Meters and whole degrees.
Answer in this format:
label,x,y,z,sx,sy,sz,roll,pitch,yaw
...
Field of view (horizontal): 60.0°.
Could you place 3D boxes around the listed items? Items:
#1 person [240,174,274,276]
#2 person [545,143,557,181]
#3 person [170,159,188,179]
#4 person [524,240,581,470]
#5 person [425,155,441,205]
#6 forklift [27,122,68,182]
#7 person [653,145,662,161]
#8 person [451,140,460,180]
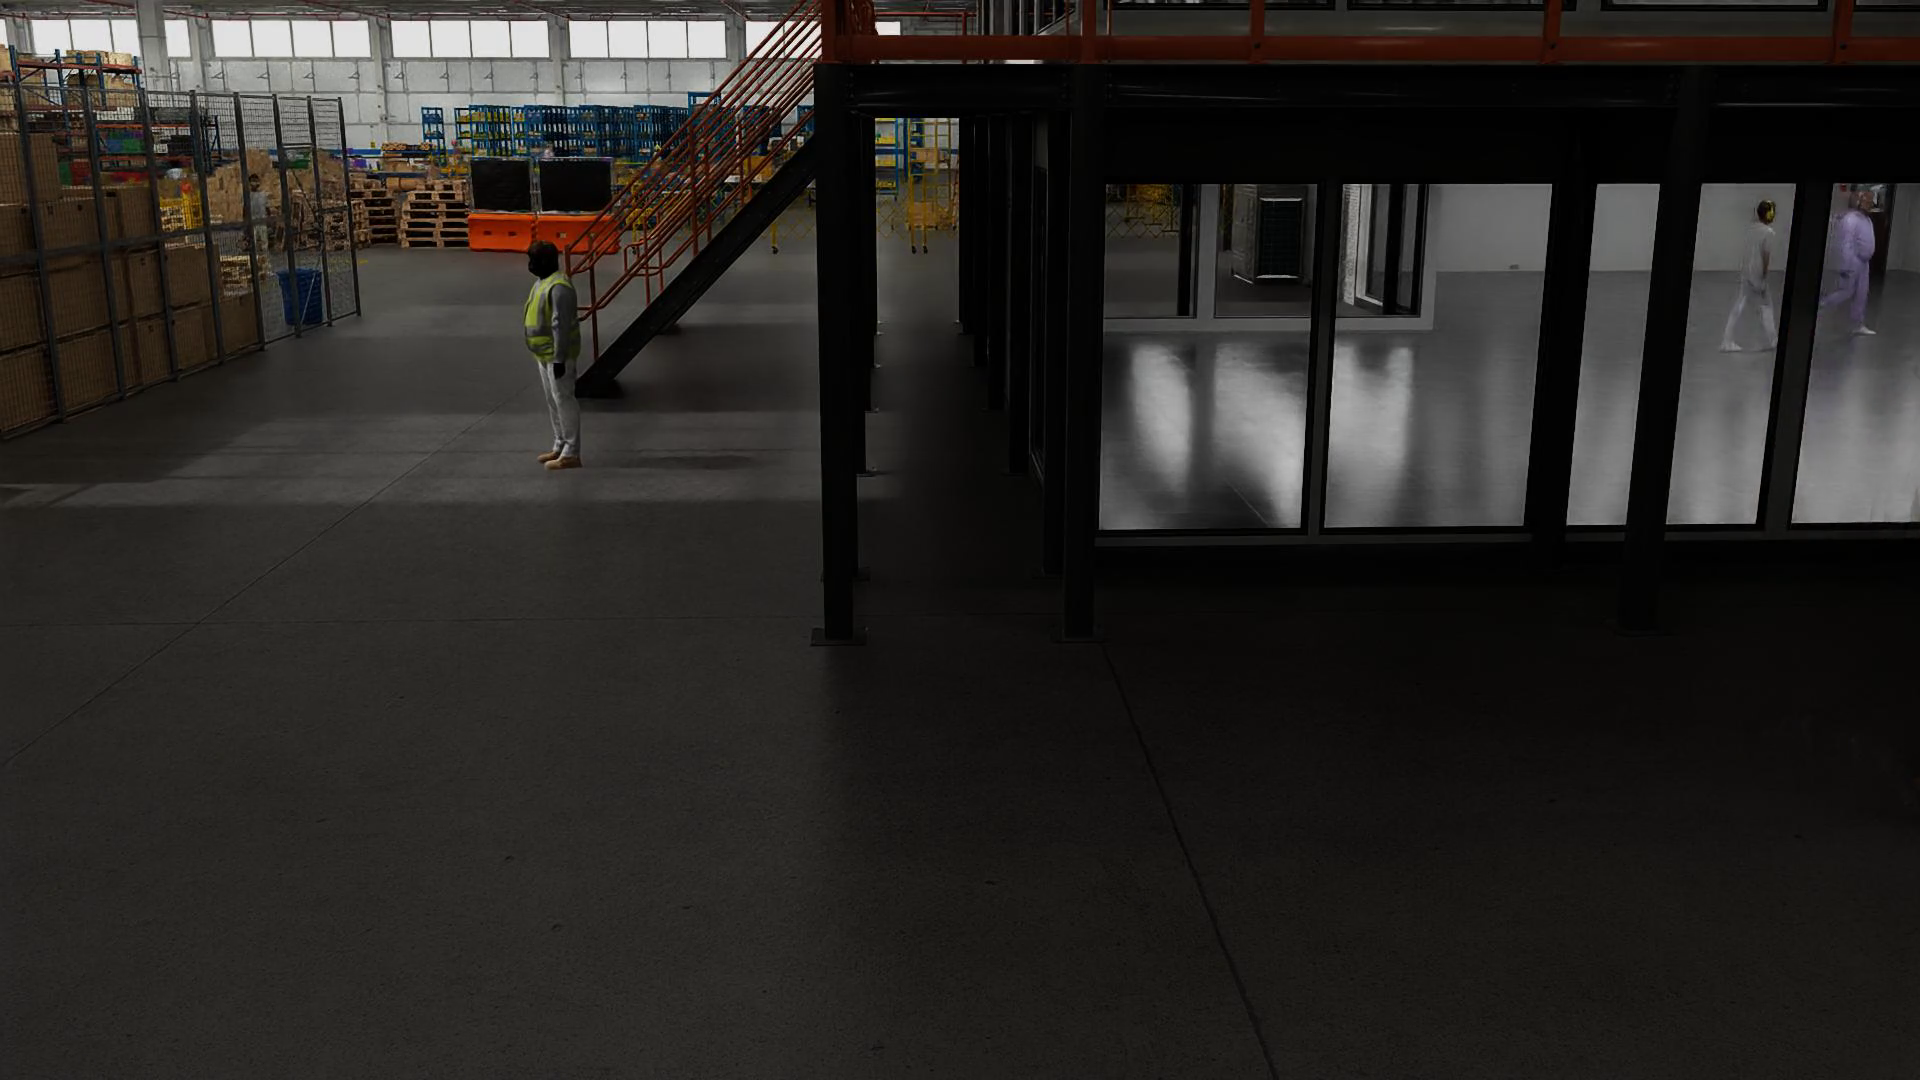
label,x,y,z,sx,sy,sz,roll,pitch,yaw
person,-12.797,-5.718,30.267,0.521,1.861,0.325,-8,16,-30
person,-18.488,-17.095,75.667,0.785,1.881,0.673,2,14,9
person,-23.994,-10.874,51.217,0.551,1.680,0.381,1,14,3
person,-3.286,-1.490,13.427,0.431,1.836,0.619,-8,16,-28
person,-17.222,-11.691,54.355,0.535,1.744,0.688,0,14,-2
forklift,-35.376,-14.773,64.377,1.129,2.768,1.873,-1,14,-2
person,-13.286,-16.441,73.170,0.404,1.831,0.601,-2,14,-9
person,-25.182,-18.965,82.961,0.450,1.972,0.615,-5,15,-19
